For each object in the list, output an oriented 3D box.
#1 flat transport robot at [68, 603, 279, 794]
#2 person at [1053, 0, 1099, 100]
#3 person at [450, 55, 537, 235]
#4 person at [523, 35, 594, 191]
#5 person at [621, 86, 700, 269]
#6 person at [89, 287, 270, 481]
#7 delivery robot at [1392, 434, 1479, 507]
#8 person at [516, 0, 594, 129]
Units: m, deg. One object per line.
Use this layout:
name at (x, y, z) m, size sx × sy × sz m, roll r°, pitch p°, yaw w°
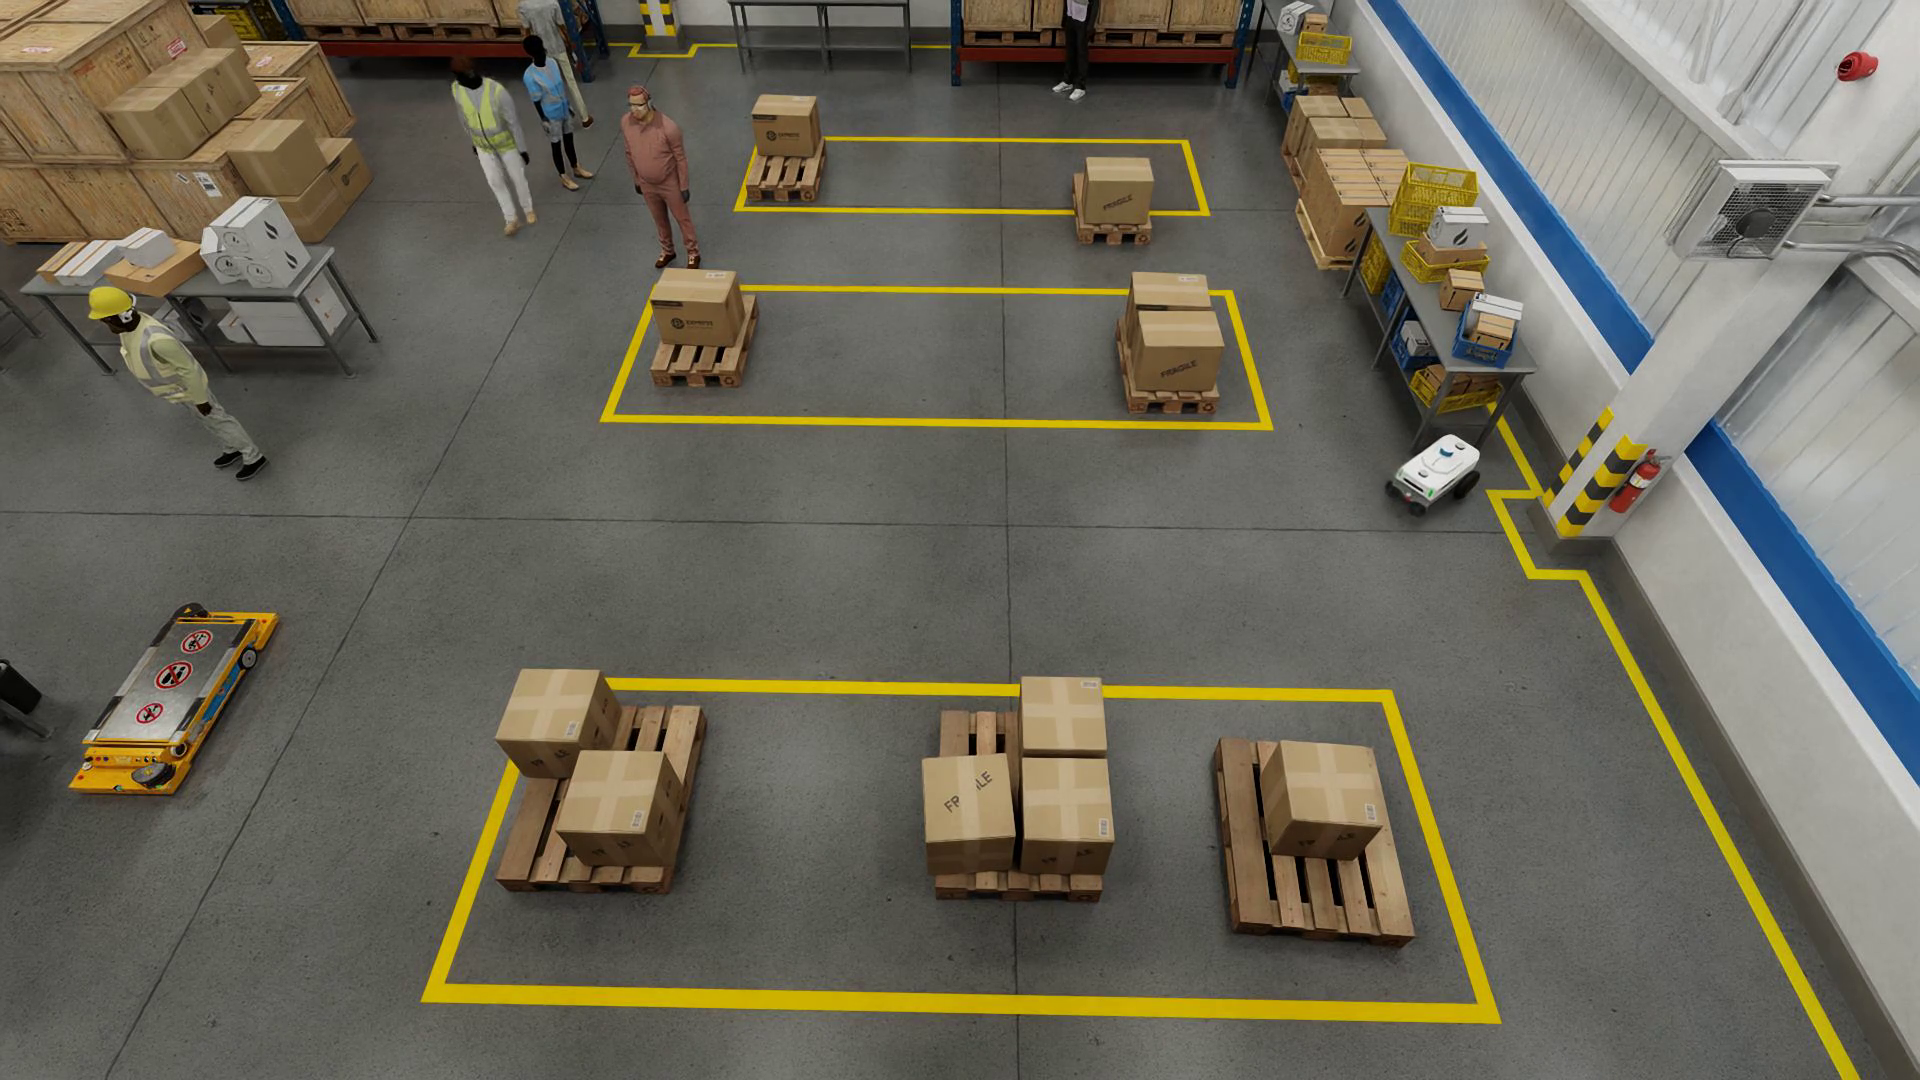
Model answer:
flat transport robot at (-5.504, 1.072, 6.442) m, size 0.652 × 0.197 × 1.431 m, roll 1°, pitch 50°, yaw 1°
person at (1.575, -6.872, 12.094) m, size 0.392 × 1.917 × 0.593 m, roll -31°, pitch 56°, yaw -24°
person at (-5.009, -4.236, 9.933) m, size 0.697 × 1.810 × 0.646 m, roll -3°, pitch 50°, yaw -3°
person at (-4.675, -4.936, 10.597) m, size 0.320 × 1.695 × 0.537 m, roll 16°, pitch 52°, yaw 13°
person at (-3.073, -3.664, 9.386) m, size 0.643 × 1.908 × 0.408 m, roll 10°, pitch 50°, yaw 8°
person at (-6.285, -1.243, 7.385) m, size 0.586 × 1.833 × 0.403 m, roll 26°, pitch 55°, yaw 21°
delivery robot at (3.955, -0.590, 7.604) m, size 0.707 × 0.478 × 0.477 m, roll -31°, pitch 56°, yaw -23°
person at (-5.090, -6.095, 11.469) m, size 0.535 × 1.865 × 0.312 m, roll -12°, pitch 51°, yaw -10°
